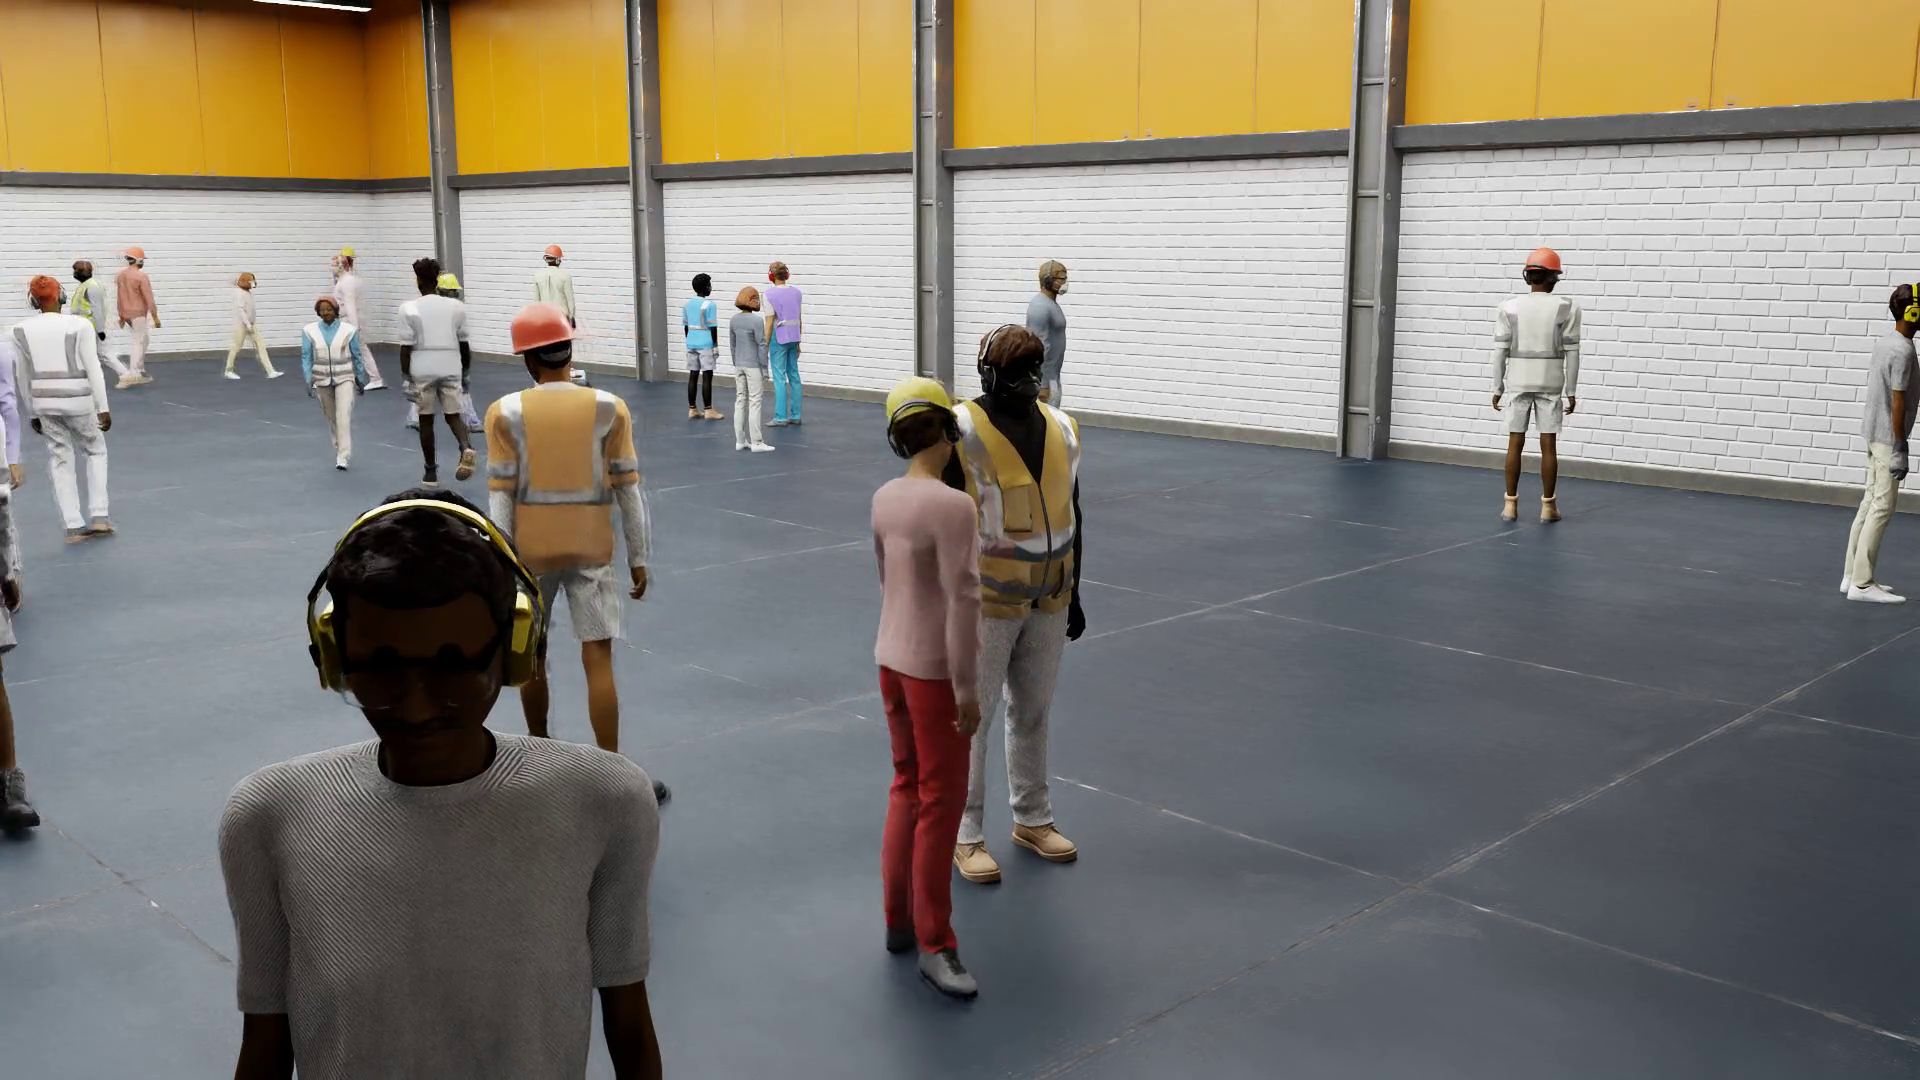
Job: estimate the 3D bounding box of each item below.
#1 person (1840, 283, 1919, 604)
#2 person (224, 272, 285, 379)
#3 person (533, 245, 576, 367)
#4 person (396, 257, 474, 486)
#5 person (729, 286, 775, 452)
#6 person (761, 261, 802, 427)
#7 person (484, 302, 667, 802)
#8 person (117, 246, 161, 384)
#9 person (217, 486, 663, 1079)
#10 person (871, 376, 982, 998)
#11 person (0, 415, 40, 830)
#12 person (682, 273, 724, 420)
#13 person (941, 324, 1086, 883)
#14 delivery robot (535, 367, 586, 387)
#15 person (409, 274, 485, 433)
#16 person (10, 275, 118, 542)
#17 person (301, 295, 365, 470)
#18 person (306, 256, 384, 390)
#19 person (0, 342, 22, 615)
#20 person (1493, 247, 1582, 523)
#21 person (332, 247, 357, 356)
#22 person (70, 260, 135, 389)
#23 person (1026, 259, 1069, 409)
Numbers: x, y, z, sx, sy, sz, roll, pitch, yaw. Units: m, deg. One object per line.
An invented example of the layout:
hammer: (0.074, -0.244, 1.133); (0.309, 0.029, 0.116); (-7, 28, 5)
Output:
person: (5.421, -0.560, 9.691); (0.331, 1.863, 0.511); (3, 11, 17)
person: (-10.587, -3.182, 24.745); (0.895, 1.584, 0.500); (1, 10, 8)
person: (-5.709, -3.162, 23.509); (0.611, 1.995, 0.375); (3, 11, 14)
person: (-4.401, -1.407, 14.061); (0.619, 1.951, 0.646); (-7, 12, -33)
person: (-2.076, -1.690, 16.467); (0.499, 1.634, 0.288); (9, 14, 41)
person: (-1.968, -2.171, 18.525); (0.392, 1.841, 0.564); (8, 13, 38)
person: (-1.457, 0.059, 6.295); (0.617, 1.892, 0.713); (-3, 11, -14)
person: (-11.854, -3.248, 24.057); (0.615, 1.972, 0.634); (7, 12, 33)
person: (-0.577, 0.863, 1.938); (0.517, 1.861, 0.328); (-3, 11, -14)
person: (-0.056, 0.406, 4.811); (0.303, 1.726, 0.694); (-6, 12, -28)
person: (-3.710, 0.102, 6.027); (0.571, 1.880, 1.014); (-10, 14, -44)
person: (-2.988, -2.236, 19.264); (0.537, 1.698, 0.320); (9, 13, 39)
person: (0.171, 0.205, 5.575); (0.626, 1.844, 0.429); (-7, 13, -34)
delivery robot: (-5.114, -2.075, 21.258); (0.707, 0.478, 0.477); (9, 14, 40)
person: (-5.553, -2.003, 17.934); (0.897, 1.725, 0.528); (-3, 11, -16)
person: (-6.233, -0.920, 11.667); (0.648, 1.854, 0.561); (-1, 10, -4)
person: (-5.769, -1.458, 15.329); (0.516, 1.581, 0.865); (-2, 11, -10)
person: (-8.427, -2.949, 22.737); (1.011, 1.848, 0.671); (-3, 11, -15)
person: (-5.378, -0.440, 8.954); (0.642, 1.908, 0.975); (-4, 11, -19)
person: (4.286, -1.147, 12.401); (0.611, 2.039, 0.393); (5, 11, 24)
person: (-10.882, -4.239, 29.600); (0.581, 1.918, 0.389); (6, 12, 31)
person: (-11.902, -2.946, 22.870); (0.923, 1.804, 0.624); (-7, 12, -33)
person: (0.696, -1.282, 13.415); (0.355, 1.936, 0.635); (2, 11, 10)
